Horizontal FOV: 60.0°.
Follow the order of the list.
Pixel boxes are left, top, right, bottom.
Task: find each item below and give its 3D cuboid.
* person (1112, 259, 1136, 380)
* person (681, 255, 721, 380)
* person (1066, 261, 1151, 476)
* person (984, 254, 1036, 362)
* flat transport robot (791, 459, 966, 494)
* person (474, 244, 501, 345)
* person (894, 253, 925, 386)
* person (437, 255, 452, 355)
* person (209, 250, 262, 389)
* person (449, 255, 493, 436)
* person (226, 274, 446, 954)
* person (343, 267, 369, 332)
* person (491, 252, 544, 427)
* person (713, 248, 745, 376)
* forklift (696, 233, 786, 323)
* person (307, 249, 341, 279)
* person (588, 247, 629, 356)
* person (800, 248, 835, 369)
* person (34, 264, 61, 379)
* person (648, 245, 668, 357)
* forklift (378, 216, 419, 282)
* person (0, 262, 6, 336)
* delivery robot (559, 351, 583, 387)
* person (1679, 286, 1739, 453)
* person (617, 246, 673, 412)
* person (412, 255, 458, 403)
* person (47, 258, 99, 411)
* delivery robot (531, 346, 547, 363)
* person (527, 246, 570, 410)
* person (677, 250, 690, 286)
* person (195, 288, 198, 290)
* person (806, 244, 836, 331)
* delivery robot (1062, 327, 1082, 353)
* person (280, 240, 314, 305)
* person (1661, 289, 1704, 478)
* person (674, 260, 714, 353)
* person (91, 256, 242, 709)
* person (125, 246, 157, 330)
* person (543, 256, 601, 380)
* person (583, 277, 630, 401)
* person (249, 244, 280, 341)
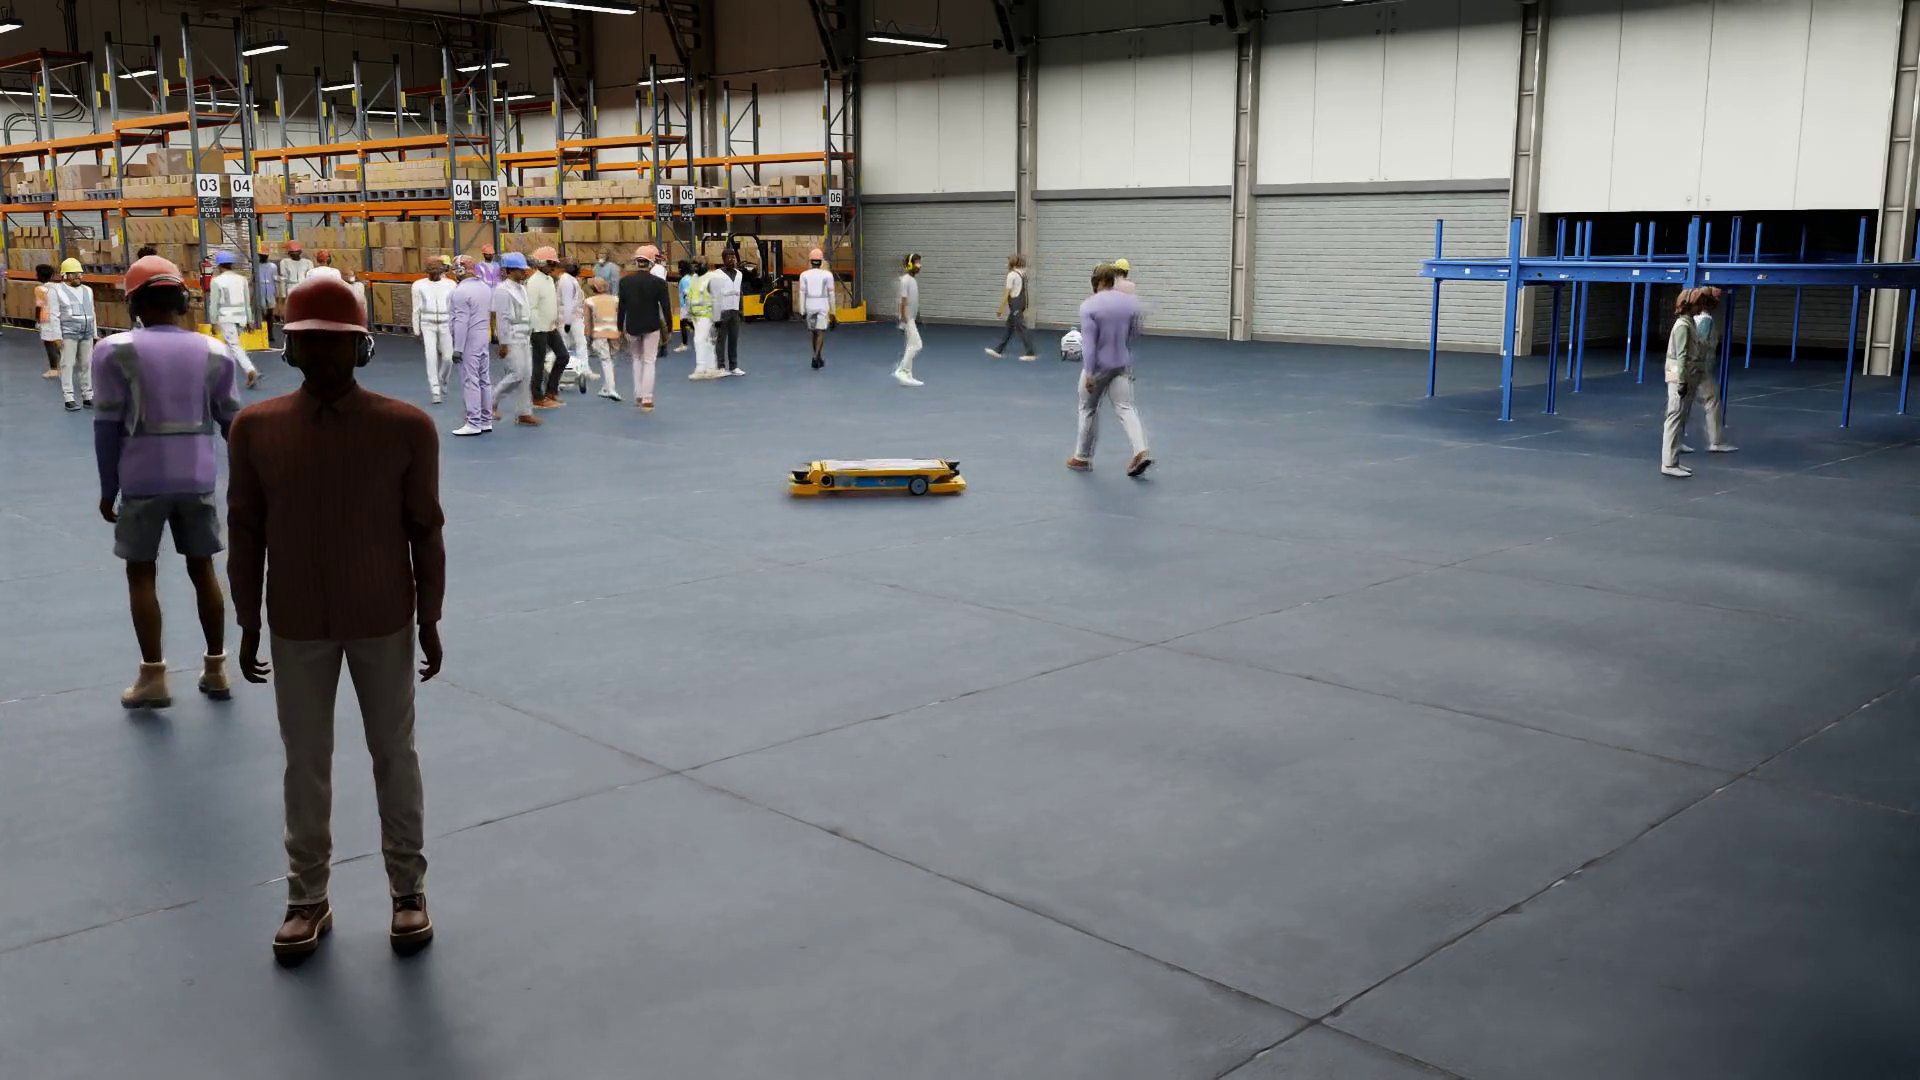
[{"bbox_3d":[2.345,-3.226,24.369,0.526,1.768,0.330,7,13,34],"label":"person"},{"bbox_3d":[-3.857,-3.252,24.382,0.729,1.817,0.632,-8,13,-38],"label":"person"},{"bbox_3d":[1.351,-1.521,14.768,0.630,1.896,1.009,-6,12,-30],"label":"person"},{"bbox_3d":[0.863,-3.911,28.056,1.001,1.780,0.513,4,11,20],"label":"person"},{"bbox_3d":[-0.691,-0.539,13.914,1.431,0.197,0.652,-1,10,-6],"label":"flat transport robot"},{"bbox_3d":[-9.140,-4.771,32.324,0.375,1.939,0.546,10,14,43],"label":"person"},{"bbox_3d":[-0.671,-3.105,23.469,0.382,1.855,0.530,2,11,10],"label":"person"},{"bbox_3d":[-9.106,-4.143,29.396,0.327,1.760,0.523,-4,11,-22],"label":"person"},{"bbox_3d":[-10.056,-3.053,23.050,0.953,1.913,0.617,4,11,23],"label":"person"},{"bbox_3d":[-5.228,-2.074,17.716,0.410,1.905,0.640,2,11,11],"label":"person"},{"bbox_3d":[-1.831,0.225,4.920,0.612,1.997,0.376,-2,11,-12],"label":"person"},{"bbox_3d":[-9.882,-3.639,27.052,0.482,1.602,0.548,8,13,37],"label":"person"},{"bbox_3d":[-4.972,-2.221,18.447,0.550,1.933,0.613,1,10,7],"label":"person"},{"bbox_3d":[-3.525,-3.446,25.177,0.374,1.912,0.587,8,13,37],"label":"person"},{"bbox_3d":[-5.496,-6.489,41.108,2.313,2.155,1.214,-10,14,-44],"label":"forklift"},{"bbox_3d":[-10.172,-3.721,26.747,0.572,1.883,0.354,1,10,4],"label":"person"},{"bbox_3d":[-6.222,-4.224,29.435,0.637,1.909,0.848,5,12,27],"label":"person"},{"bbox_3d":[-2.289,-3.695,26.542,0.549,1.908,0.927,1,10,8],"label":"person"},{"bbox_3d":[-13.463,-3.230,24.584,0.354,1.684,0.552,2,11,8],"label":"person"},{"bbox_3d":[-5.359,-4.175,29.079,0.373,1.934,0.551,5,11,24],"label":"person"},{"bbox_3d":[-17.868,-9.201,54.028,1.873,2.768,1.129,-10,14,-44],"label":"forklift"},{"bbox_3d":[-20.532,-5.280,35.196,0.604,1.906,0.611,-8,13,-38],"label":"person"},{"bbox_3d":[-5.334,-2.329,22.644,0.477,0.478,0.707,-1,10,-8],"label":"delivery robot"},{"bbox_3d":[7.255,-1.636,16.093,0.724,1.607,0.551,2,11,9],"label":"person"},{"bbox_3d":[-3.787,-2.562,20.177,0.662,1.968,0.734,1,10,6],"label":"person"},{"bbox_3d":[-6.686,-2.694,21.209,0.619,1.864,0.570,-4,11,-23],"label":"person"},{"bbox_3d":[-10.758,-2.506,20.256,0.404,1.835,0.586,5,12,26],"label":"person"},{"bbox_3d":[-6.129,-2.646,23.664,0.335,0.223,0.698,-8,13,-36],"label":"delivery robot"},{"bbox_3d":[-5.015,-2.572,20.241,0.566,1.966,0.658,2,11,11],"label":"person"},{"bbox_3d":[-6.395,-6.005,39.389,0.635,1.822,0.653,-10,14,-44],"label":"person"},{"bbox_3d":[-21.090,-7.294,46.249,0.462,1.876,0.762,-6,12,-32],"label":"person"},{"bbox_3d":[-3.108,-5.599,36.915,0.546,1.910,0.819,-8,13,-38],"label":"person"},{"bbox_3d":[1.955,-3.396,28.462,0.477,0.478,0.707,2,11,12],"label":"delivery robot"},{"bbox_3d":[-12.487,-4.659,31.551,0.733,2.014,0.481,-4,11,-21],"label":"person"},{"bbox_3d":[6.376,-1.385,14.678,0.307,1.639,0.525,5,11,25],"label":"person"},{"bbox_3d":[-4.855,-4.245,30.180,0.623,1.670,0.559,1,10,4],"label":"person"},{"bbox_3d":[-3.538,-0.257,7.489,0.691,2.016,0.550,-10,14,-43],"label":"person"},{"bbox_3d":[-10.346,-2.766,21.314,0.368,1.966,0.603,6,12,29],"label":"person"},{"bbox_3d":[-5.775,-3.246,24.384,0.831,1.813,0.629,-4,11,-18],"label":"person"},{"bbox_3d":[-4.547,-2.599,21.455,0.551,1.581,0.826,-6,12,-30],"label":"person"},{"bbox_3d":[-13.926,-4.953,33.351,0.565,1.922,0.413,-7,12,-33],"label":"person"}]
